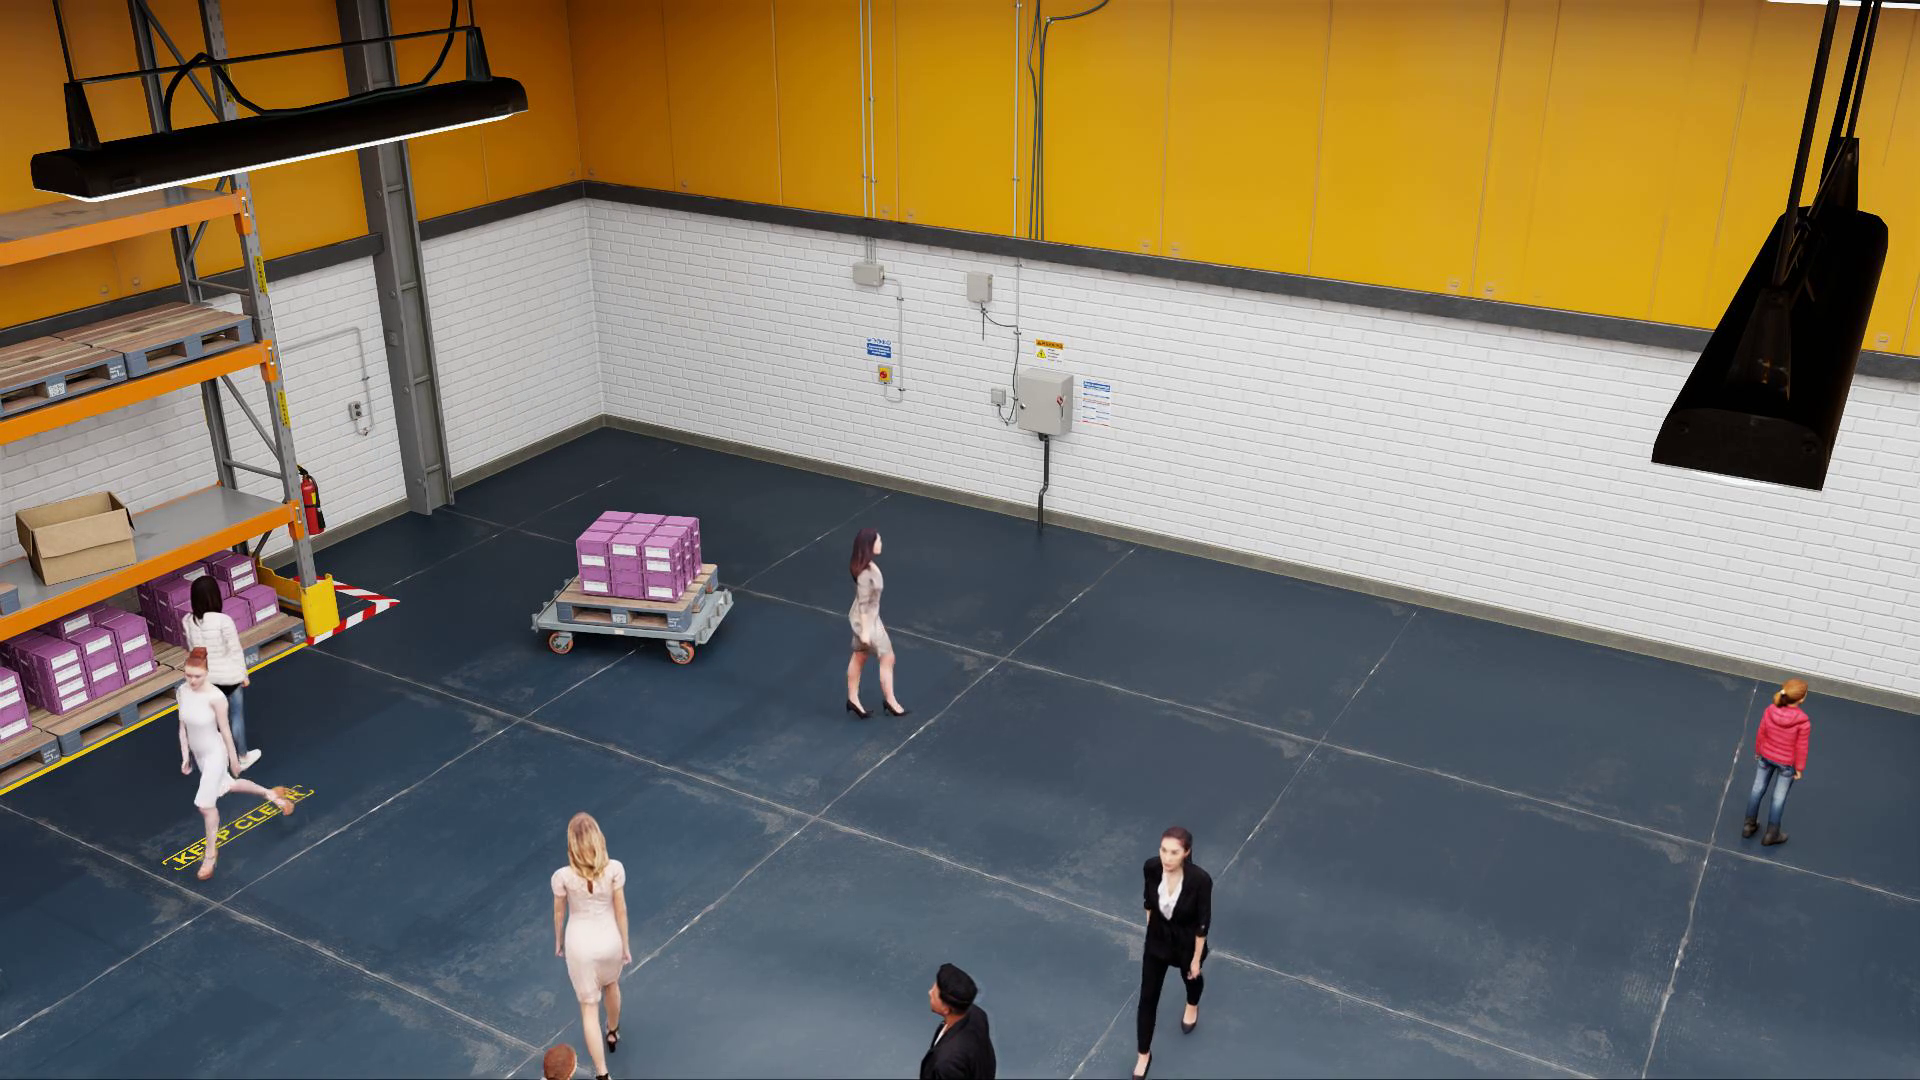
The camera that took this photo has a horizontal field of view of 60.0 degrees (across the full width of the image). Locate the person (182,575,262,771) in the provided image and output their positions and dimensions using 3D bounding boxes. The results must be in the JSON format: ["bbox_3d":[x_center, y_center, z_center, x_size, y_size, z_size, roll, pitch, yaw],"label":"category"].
[{"bbox_3d":[-5.811,1.043,13.051,0.665,1.636,0.641,6,24,13],"label":"person"}]

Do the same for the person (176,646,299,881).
[{"bbox_3d":[-5.218,1.521,11.810,0.555,1.754,1.096,13,27,28],"label":"person"}]

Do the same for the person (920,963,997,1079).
[{"bbox_3d":[-0.001,2.941,8.491,0.810,1.811,0.621,7,24,15],"label":"person"}]

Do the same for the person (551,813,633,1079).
[{"bbox_3d":[-2.126,2.439,9.647,0.956,1.806,1.005,-7,24,-15],"label":"person"}]

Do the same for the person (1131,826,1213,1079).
[{"bbox_3d":[1.334,2.396,9.989,0.650,1.610,1.062,11,26,24],"label":"person"}]

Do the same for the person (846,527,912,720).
[{"bbox_3d":[-0.853,0.711,13.698,0.908,1.728,0.855,-5,24,-10],"label":"person"}]

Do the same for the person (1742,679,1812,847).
[{"bbox_3d":[5.975,1.608,12.157,0.578,1.317,0.577,-18,29,-35],"label":"person"}]
